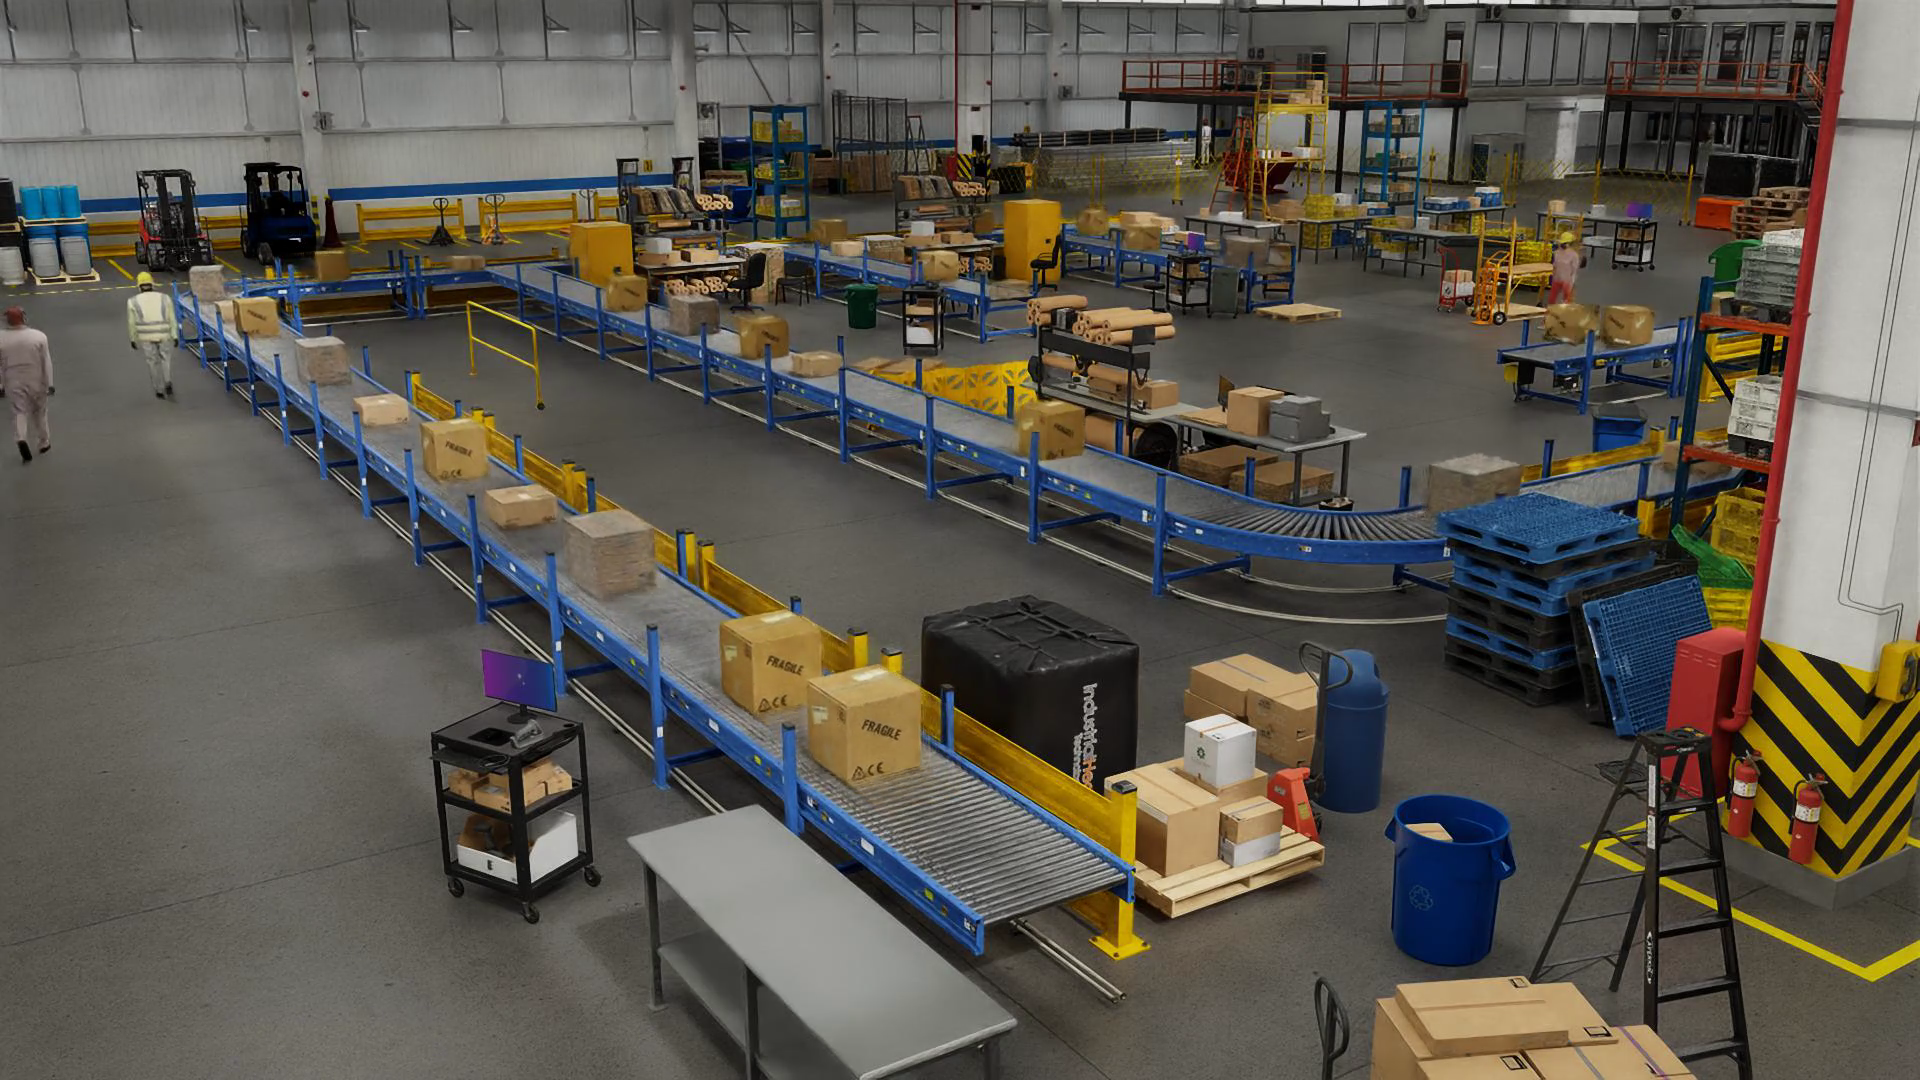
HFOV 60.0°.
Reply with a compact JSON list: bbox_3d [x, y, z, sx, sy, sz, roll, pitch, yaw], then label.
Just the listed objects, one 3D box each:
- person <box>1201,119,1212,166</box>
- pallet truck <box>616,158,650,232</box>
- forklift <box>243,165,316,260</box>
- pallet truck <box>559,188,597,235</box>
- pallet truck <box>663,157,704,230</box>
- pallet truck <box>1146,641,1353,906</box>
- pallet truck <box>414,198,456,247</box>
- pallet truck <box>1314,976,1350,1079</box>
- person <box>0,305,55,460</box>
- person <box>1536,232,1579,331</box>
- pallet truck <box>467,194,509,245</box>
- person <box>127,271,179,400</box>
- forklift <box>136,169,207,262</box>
[{"bbox_3d":[10.007,-16.244,67.971,0.579,1.883,0.352,-11,20,-34],"label":"person"},{"bbox_3d":[-8.918,-9.176,44.255,0.823,1.965,1.885,-9,19,-27],"label":"pallet truck"},{"bbox_3d":[-15.898,-7.669,38.708,1.157,1.987,2.680,-11,20,-33],"label":"forklift"},{"bbox_3d":[-10.010,-8.652,43.699,0.653,1.274,1.630,-10,20,-31],"label":"pallet truck"},{"bbox_3d":[-7.586,-9.308,44.692,0.823,1.965,1.885,-11,20,-33],"label":"pallet truck"},{"bbox_3d":[1.664,1.407,10.232,1.630,1.274,0.653,-10,20,-31],"label":"pallet truck"},{"bbox_3d":[-13.250,-8.060,41.856,0.680,1.201,1.601,-10,20,-31],"label":"pallet truck"},{"bbox_3d":[2.299,2.390,7.086,1.601,1.201,0.680,-2,17,-7],"label":"pallet truck"},{"bbox_3d":[-11.442,-1.928,20.342,0.650,1.883,0.822,-7,18,-23],"label":"person"},{"bbox_3d":[10.499,-4.499,29.124,0.819,1.732,0.543,-12,20,-34],"label":"person"},{"bbox_3d":[-11.983,-8.177,42.137,0.704,1.261,1.522,-11,20,-33],"label":"pallet truck"},{"bbox_3d":[-11.562,-2.937,23.802,0.627,1.810,0.637,-10,20,-31],"label":"person"},{"bbox_3d":[-17.842,-7.318,37.559,1.157,1.987,2.680,-10,20,-31],"label":"forklift"}]
